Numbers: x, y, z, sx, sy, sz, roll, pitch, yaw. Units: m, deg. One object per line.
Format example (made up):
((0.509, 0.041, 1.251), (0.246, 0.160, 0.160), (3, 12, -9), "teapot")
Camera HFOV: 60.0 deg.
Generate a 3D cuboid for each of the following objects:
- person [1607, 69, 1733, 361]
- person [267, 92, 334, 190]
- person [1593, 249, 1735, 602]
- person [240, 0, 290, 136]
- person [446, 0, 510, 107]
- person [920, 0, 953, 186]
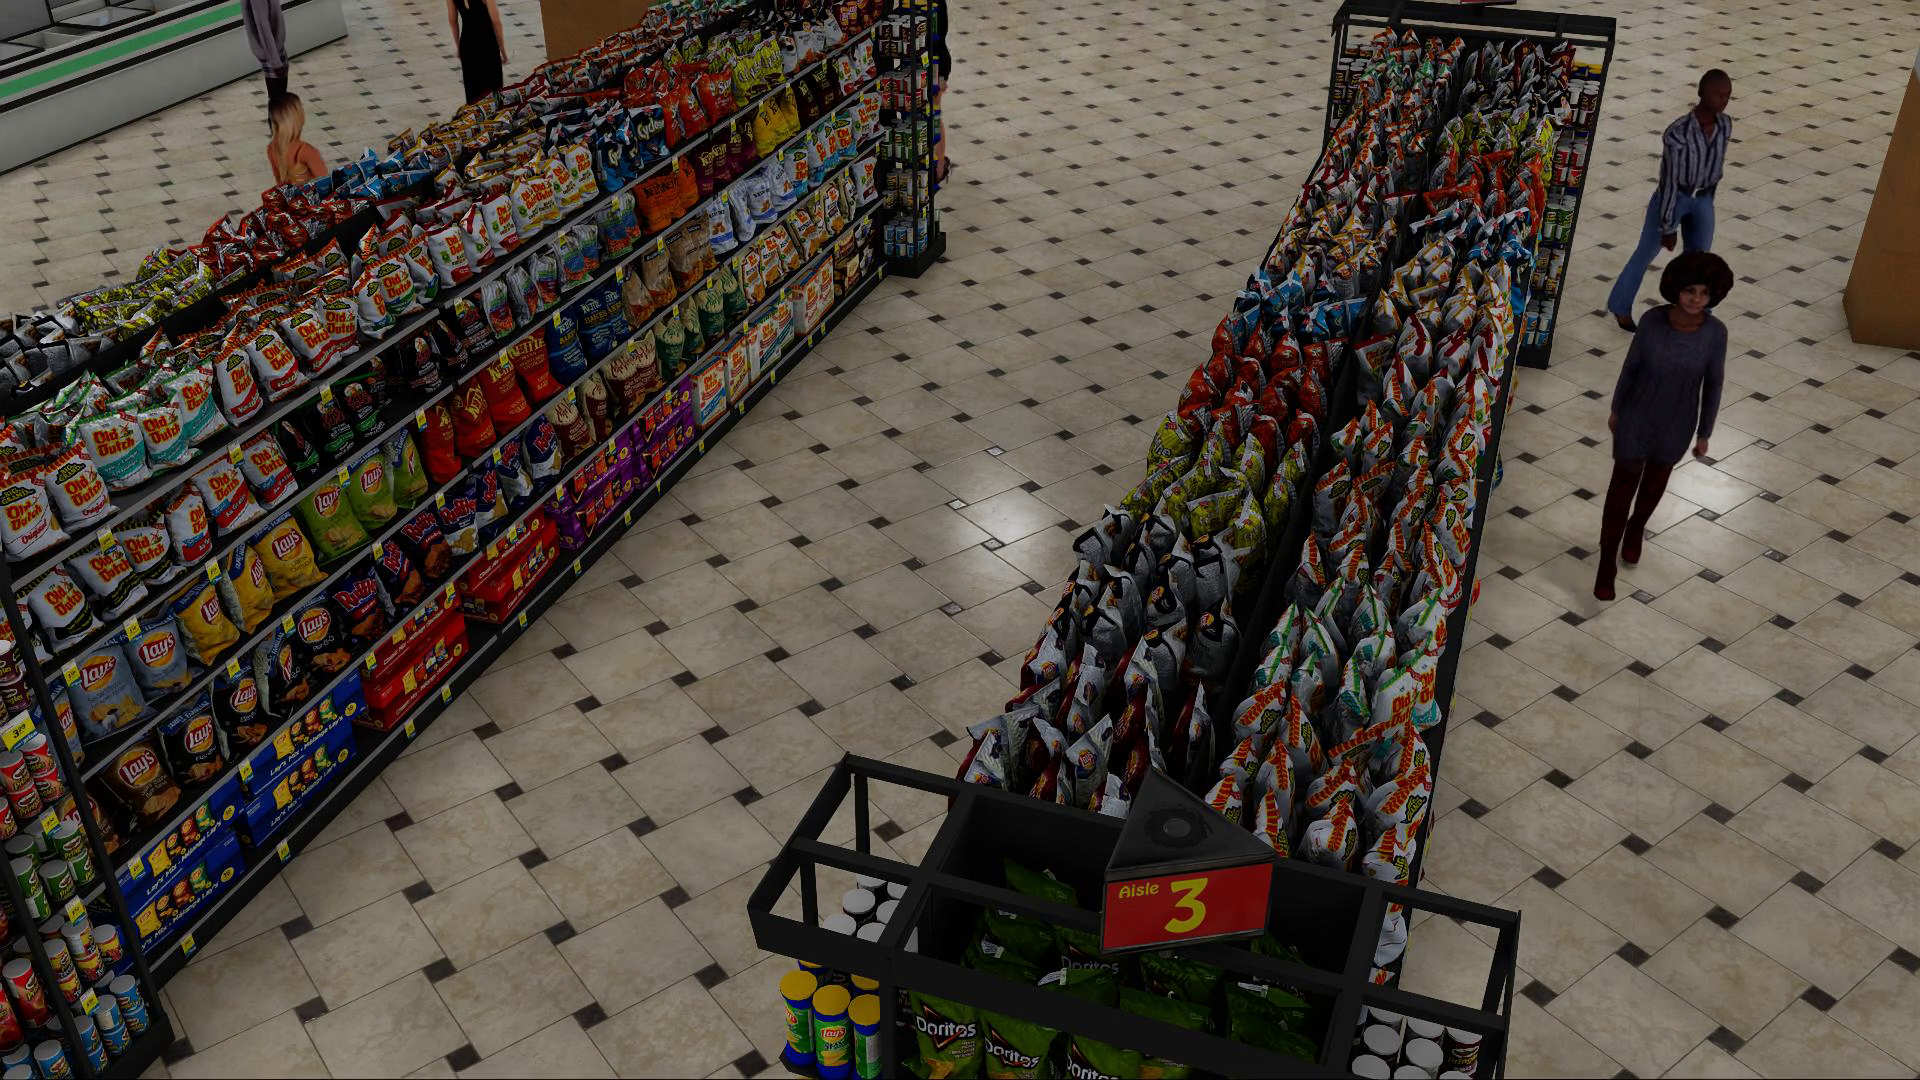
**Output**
((4.258, -1.967, 10.050), (1.136, 1.734, 1.267), (-11, 34, -17), "person")
((-3.932, -1.823, 9.953), (0.785, 1.591, 1.194), (21, 37, 30), "person")
((3.308, -0.590, 7.890), (0.601, 1.678, 0.981), (10, 33, 16), "person")
((-5.390, -3.792, 12.950), (0.742, 1.769, 0.659), (-11, 33, -16), "person")
((-3.845, -3.903, 13.286), (0.617, 1.602, 0.570), (6, 32, 9), "person")
((-0.134, -3.509, 12.510), (0.755, 1.753, 0.672), (-6, 32, -9), "person")
